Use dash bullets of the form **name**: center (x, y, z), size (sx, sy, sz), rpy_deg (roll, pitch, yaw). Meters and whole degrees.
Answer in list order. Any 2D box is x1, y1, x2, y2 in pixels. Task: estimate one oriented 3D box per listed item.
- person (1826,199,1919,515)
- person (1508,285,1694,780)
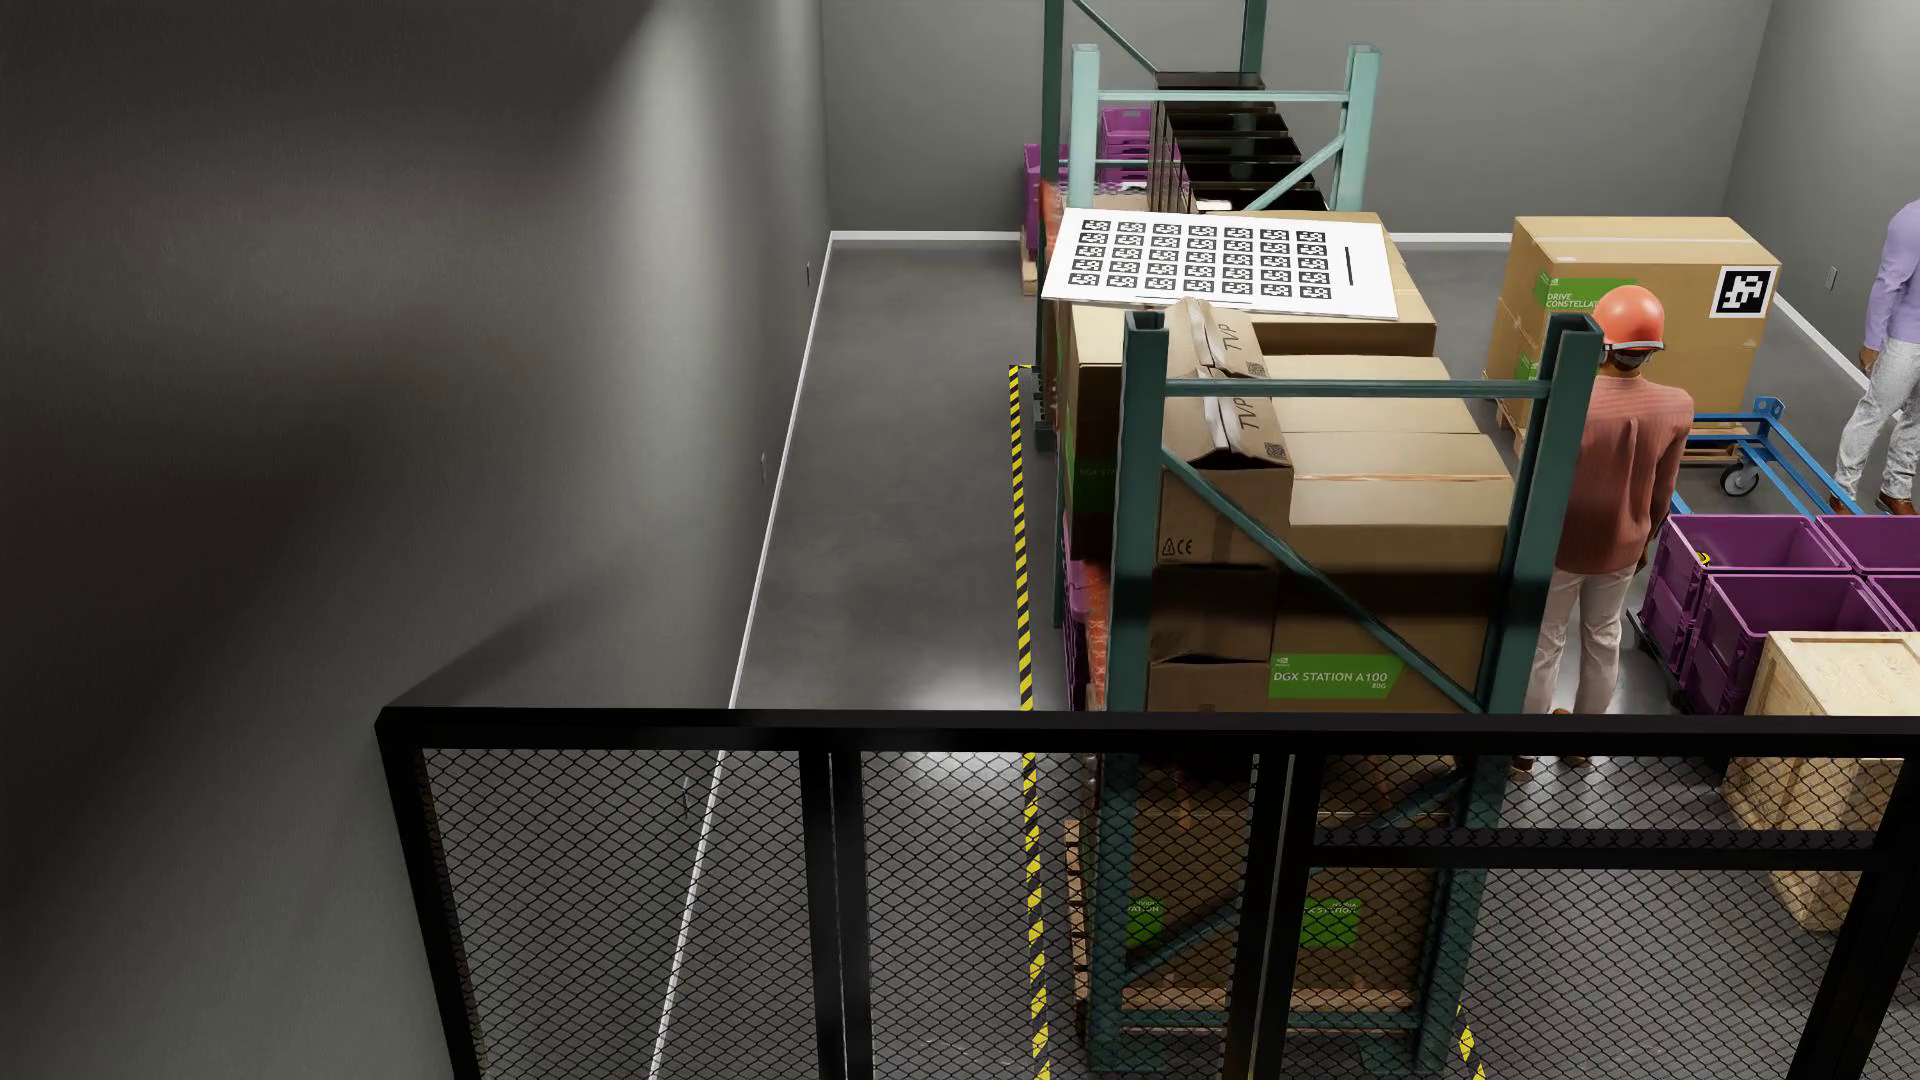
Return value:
- **person**: center (4.527, -0.941, 7.777), size (0.636, 1.938, 0.358), rpy_deg (-1, 31, -2)
- **person**: center (2.298, 0.007, 6.149), size (0.611, 1.996, 0.378), rpy_deg (-7, 32, -11)
